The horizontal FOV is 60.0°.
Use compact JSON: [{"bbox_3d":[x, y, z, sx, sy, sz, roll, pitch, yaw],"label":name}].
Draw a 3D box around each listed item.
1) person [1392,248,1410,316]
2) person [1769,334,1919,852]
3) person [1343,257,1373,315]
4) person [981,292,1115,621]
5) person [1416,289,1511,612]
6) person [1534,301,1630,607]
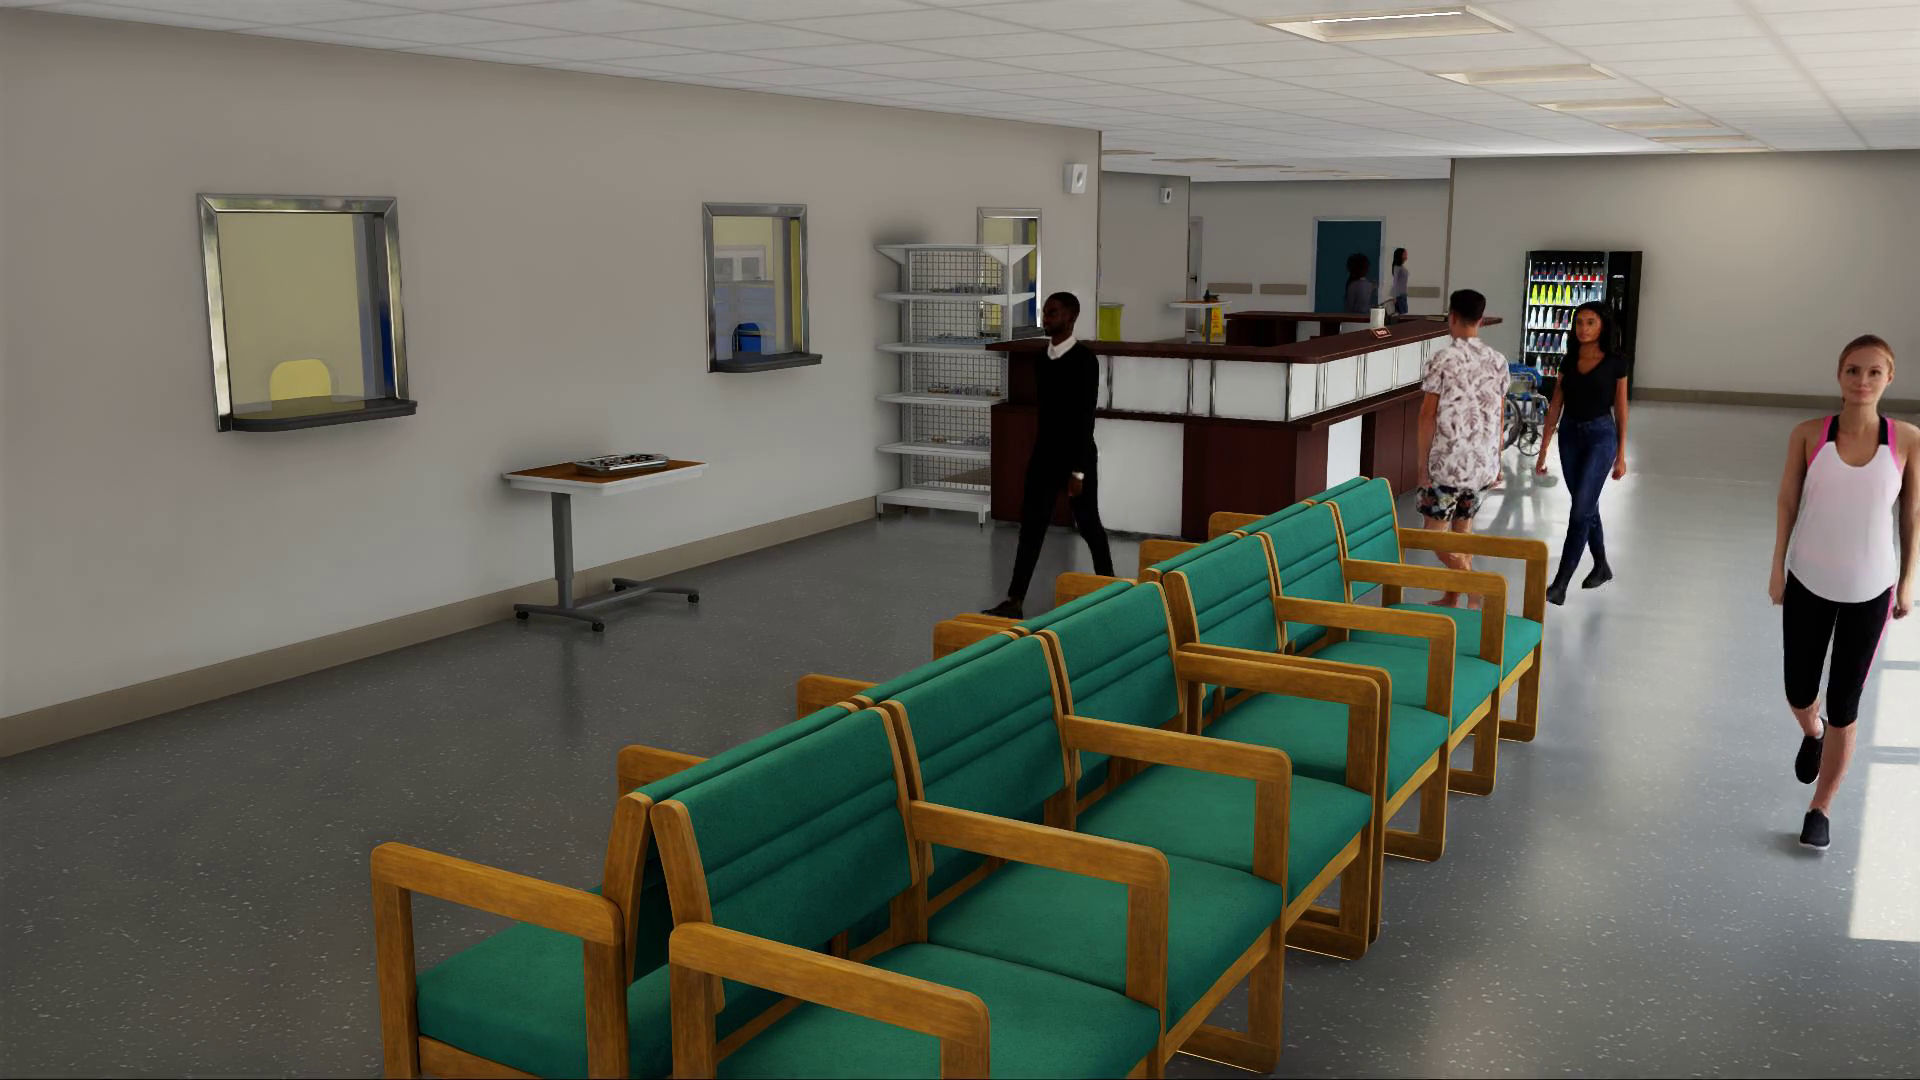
[{"bbox_3d":[7.872,-4.424,30.202,0.581,1.726,0.630,6,12,27],"label":"person"},{"bbox_3d":[3.104,0.171,5.853,0.829,1.777,0.677,7,13,31],"label":"person"},{"bbox_3d":[4.890,-2.585,20.439,0.965,1.753,0.753,9,14,40],"label":"person"},{"bbox_3d":[0.640,-0.400,8.916,0.995,1.756,1.209,-9,14,-40],"label":"person"},{"bbox_3d":[2.724,-0.420,8.919,1.030,1.795,1.089,-3,11,-14],"label":"person"},{"bbox_3d":[3.609,-0.470,9.485,1.202,1.681,0.843,10,15,44],"label":"person"}]
